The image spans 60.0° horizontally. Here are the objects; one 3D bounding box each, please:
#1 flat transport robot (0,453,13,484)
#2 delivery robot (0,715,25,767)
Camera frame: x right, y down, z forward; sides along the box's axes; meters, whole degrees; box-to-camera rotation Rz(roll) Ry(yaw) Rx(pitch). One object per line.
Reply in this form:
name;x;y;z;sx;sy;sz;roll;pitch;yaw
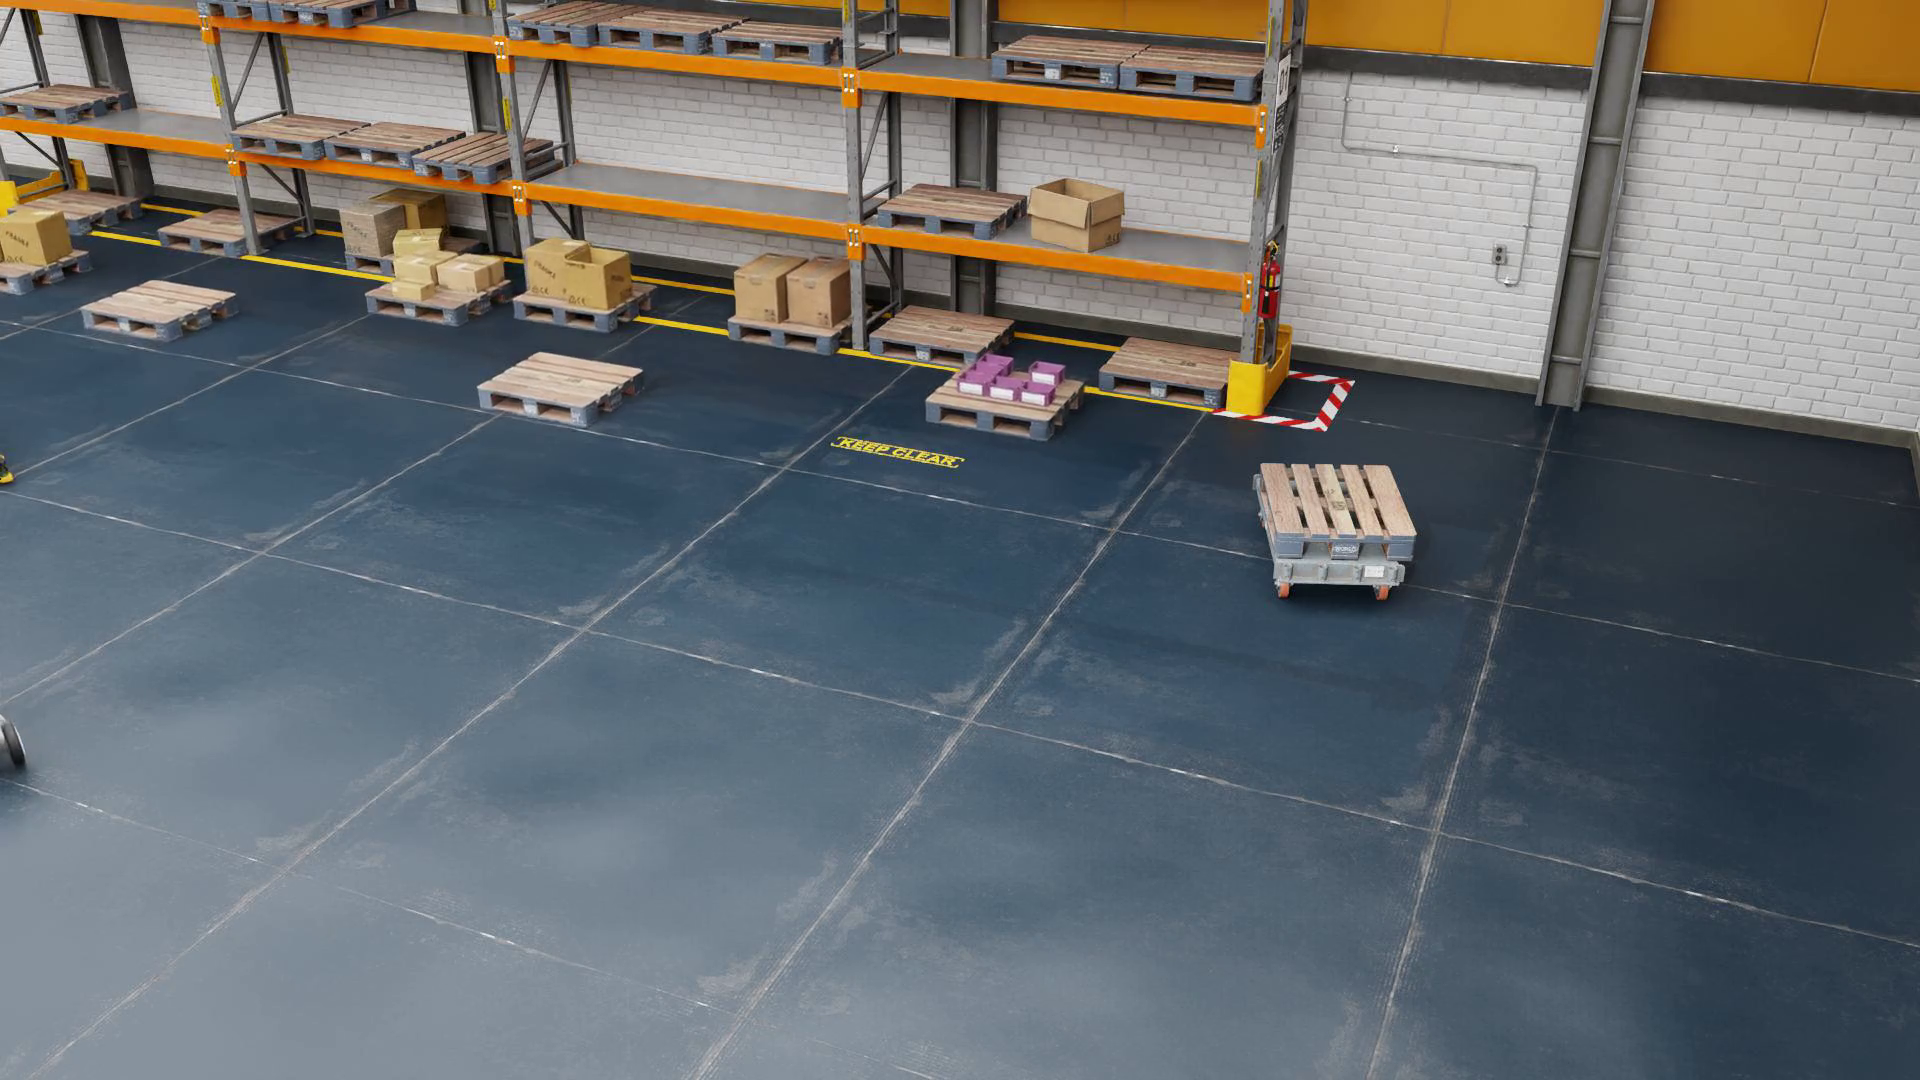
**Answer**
flat transport robot;-8.712;-0.709;14.305;0.659;0.231;1.431;-22;35;-36
delivery robot;-6.198;1.168;10.366;0.515;0.606;0.778;-20;34;-34
